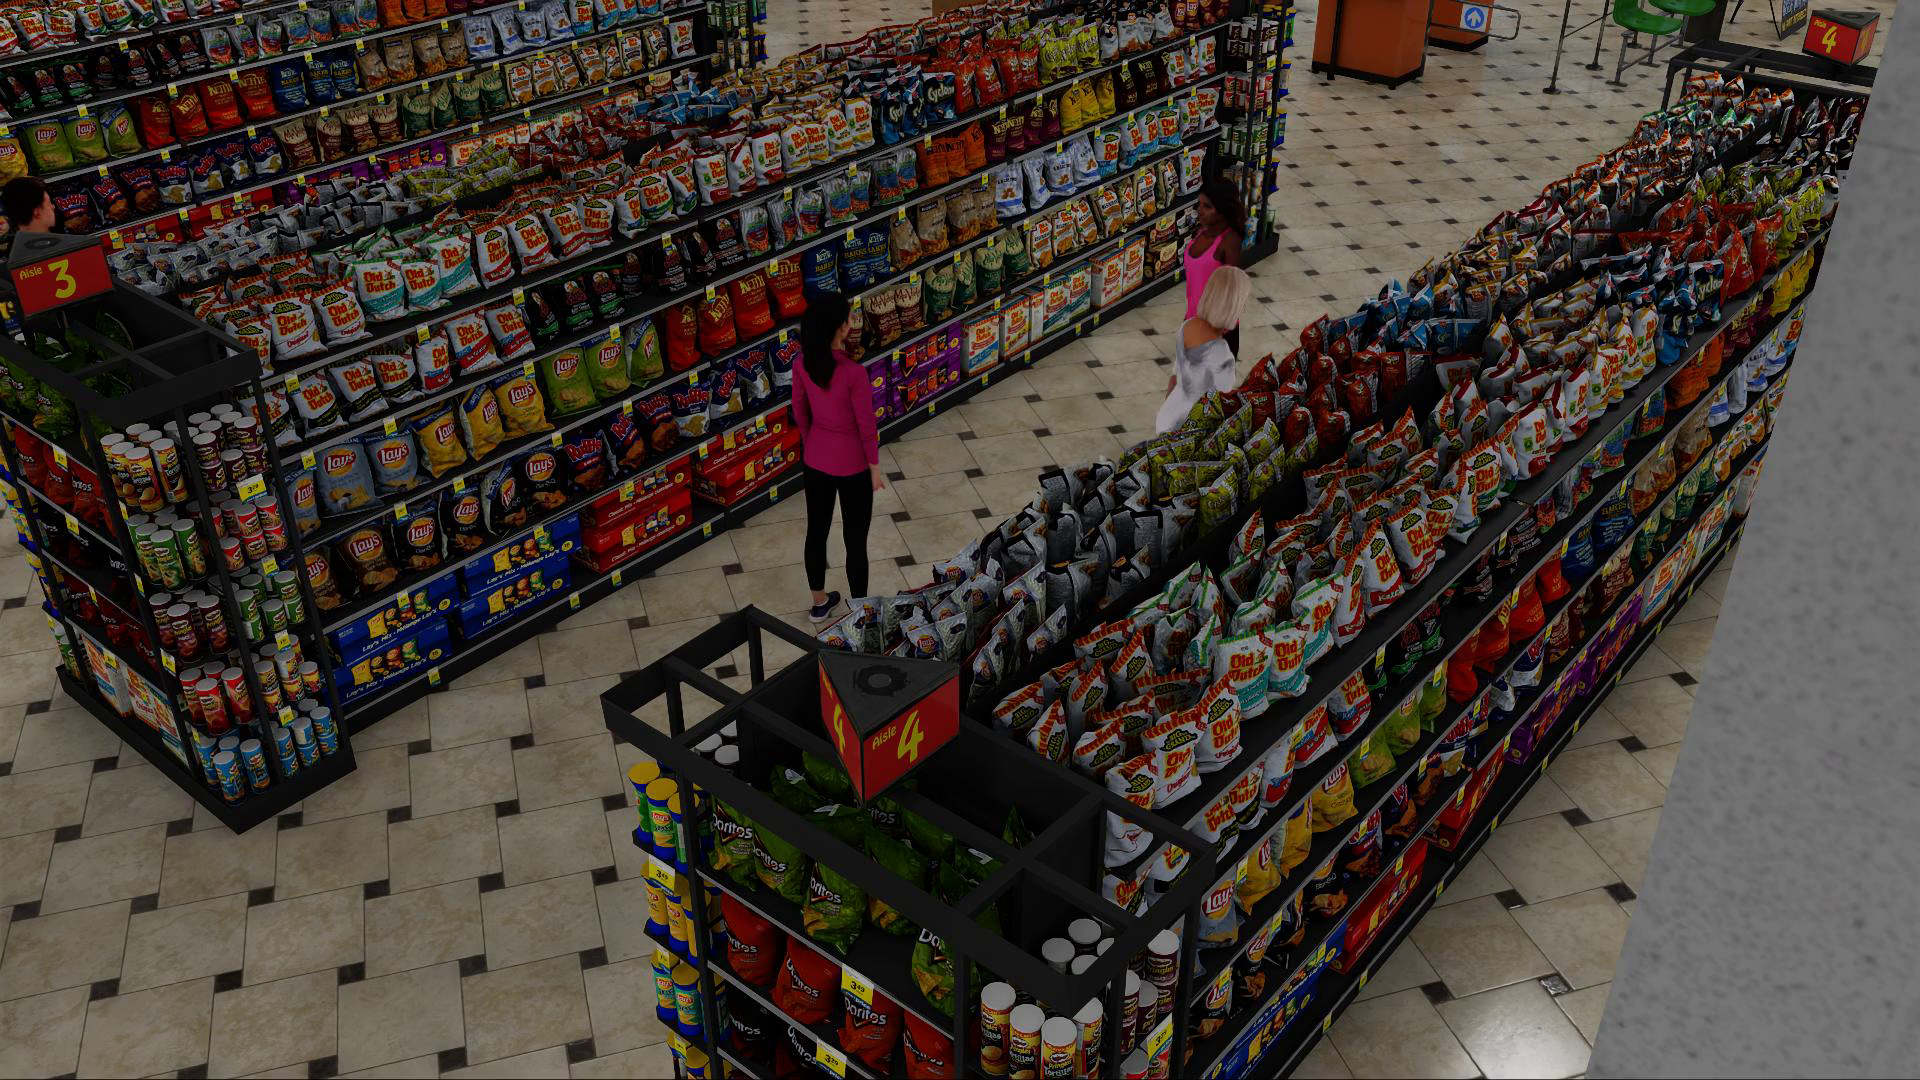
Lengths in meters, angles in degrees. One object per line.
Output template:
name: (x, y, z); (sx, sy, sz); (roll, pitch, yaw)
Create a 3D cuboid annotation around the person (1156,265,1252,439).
person: (1.002, -0.451, 7.847); (0.976, 1.711, 0.857); (-11, 33, -17)

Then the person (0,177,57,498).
person: (-4.648, -0.896, 8.467); (0.703, 1.812, 1.199); (22, 38, 31)

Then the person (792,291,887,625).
person: (-0.576, -0.347, 7.690); (0.622, 1.701, 0.612); (17, 36, 25)
